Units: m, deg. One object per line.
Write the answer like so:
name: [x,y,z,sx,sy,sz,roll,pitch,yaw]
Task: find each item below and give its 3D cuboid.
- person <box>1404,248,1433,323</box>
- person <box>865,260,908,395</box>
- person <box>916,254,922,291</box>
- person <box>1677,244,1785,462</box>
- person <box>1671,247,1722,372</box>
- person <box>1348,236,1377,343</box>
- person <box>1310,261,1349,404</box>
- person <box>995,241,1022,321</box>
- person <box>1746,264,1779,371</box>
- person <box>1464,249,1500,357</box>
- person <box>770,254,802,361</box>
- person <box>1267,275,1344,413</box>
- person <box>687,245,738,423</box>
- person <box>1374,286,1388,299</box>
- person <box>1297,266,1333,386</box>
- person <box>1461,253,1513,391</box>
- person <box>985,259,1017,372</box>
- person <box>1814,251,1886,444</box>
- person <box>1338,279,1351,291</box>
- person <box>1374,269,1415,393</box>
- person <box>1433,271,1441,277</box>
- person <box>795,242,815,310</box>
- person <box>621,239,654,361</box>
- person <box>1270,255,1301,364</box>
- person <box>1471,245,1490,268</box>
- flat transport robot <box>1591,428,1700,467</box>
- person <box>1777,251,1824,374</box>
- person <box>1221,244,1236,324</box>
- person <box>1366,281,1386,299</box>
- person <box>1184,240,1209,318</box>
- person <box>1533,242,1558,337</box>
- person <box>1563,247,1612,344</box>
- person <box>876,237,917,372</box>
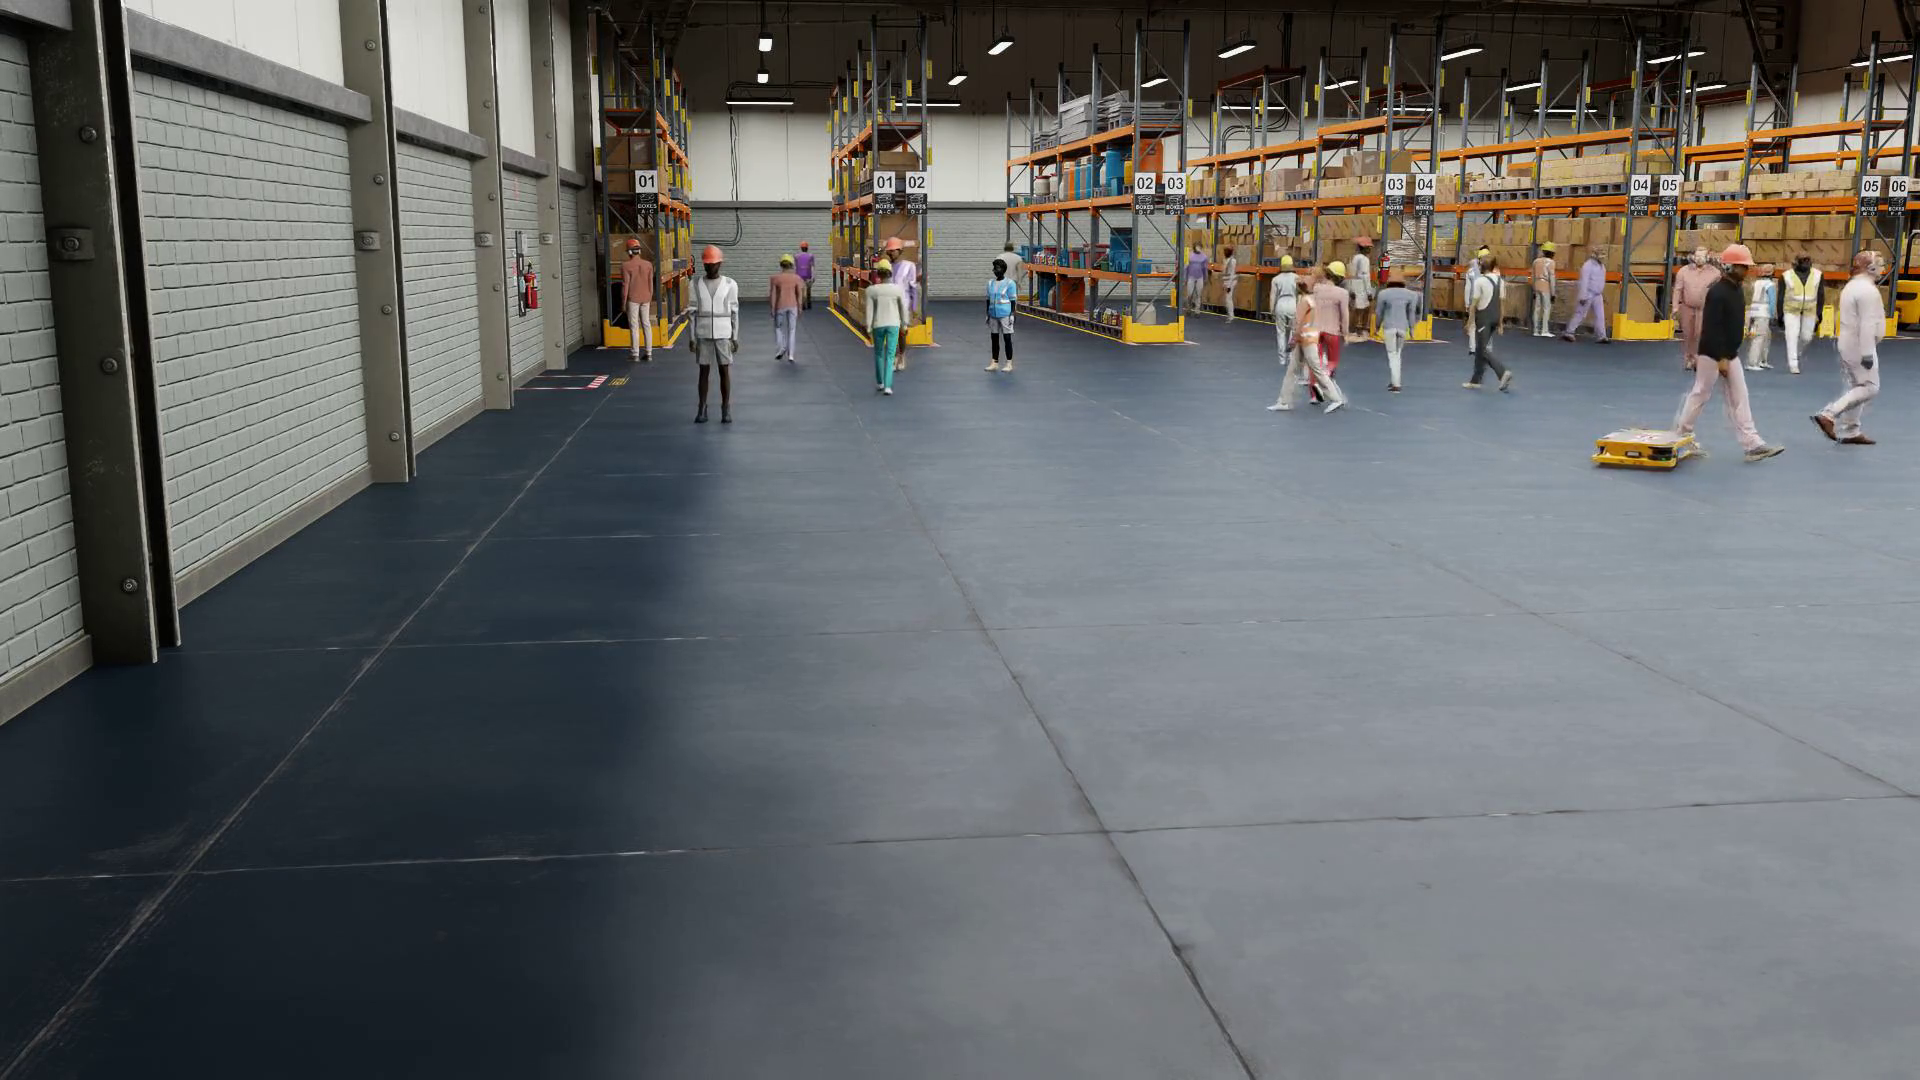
person: [9.538,-5.192,34.707,0.629,1.817,0.794,-1,10,-4]
person: [-0.949,-2.766,21.637,0.532,1.724,0.900,1,10,6]
person: [-1.221,-6.674,42.472,0.548,1.934,0.375,-4,11,-21]
person: [6.938,-1.663,14.956,0.649,1.944,0.991,-9,14,-40]
person: [11.072,-3.459,25.047,0.652,1.864,0.946,6,12,30]
person: [7.803,-4.777,31.823,0.760,2.021,0.638,-1,10,-3]
person: [4.387,-2.490,20.056,0.589,1.738,0.519,8,13,38]
person: [1.139,-6.115,39.445,0.633,1.928,0.429,0,10,-2]
person: [12.247,-3.370,25.223,0.607,1.612,0.566,0,10,-1]
person: [8.851,-4.010,28.179,0.588,1.822,0.403,4,11,21]
person: [-2.854,-3.809,27.289,0.538,1.749,0.556,-2,11,-11]
person: [4.054,-2.272,19.271,0.868,1.594,0.516,2,11,13]
person: [-2.693,-2.238,18.156,0.551,1.932,0.378,-1,10,-4]
person: [10.386,-6.459,41.459,0.610,1.877,0.926,2,11,13]
person: [4.836,-2.906,22.646,0.535,1.624,0.413,-7,13,-35]
person: [6.992,-2.861,21.907,0.511,1.822,0.799,-8,13,-36]
person: [0.608,-3.374,25.033,0.539,1.695,0.319,8,13,36]
person: [8.712,-1.859,16.191,0.504,1.888,0.665,3,11,15]
person: [9.616,-6.483,41.758,0.552,1.817,1.000,1,10,5]
person: [5.683,-2.753,21.876,0.493,1.599,0.689,-2,10,-9]
person: [13.744,-7.833,48.707,0.680,1.975,0.527,3,11,18]
person: [-4.312,-7.336,46.228,0.567,1.882,0.972,0,10,2]
person: [-5.283,-3.908,27.168,0.390,1.986,0.609,10,14,42]
person: [5.207,-3.679,26.582,0.514,1.727,0.433,2,11,12]
person: [11.214,-5.388,35.680,0.560,1.836,0.747,0,10,0]
flat transport robot: [6.239,-0.847,15.092,0.652,0.197,1.431,7,12,33]
person: [12.530,-3.403,24.849,0.637,1.827,0.682,2,11,13]
person: [6.271,-5.974,38.887,0.388,1.851,0.751,-2,10,-9]
person: [9.377,-5.699,37.446,0.624,1.818,0.712,-1,10,-5]
person: [5.907,-6.529,41.669,0.645,1.937,0.387,-1,10,-4]
person: [11.851,-5.069,33.755,0.386,1.912,0.645,-5,11,-24]
person: [12.037,-4.675,31.780,0.704,1.847,0.987,-6,12,-31]
person: [-0.979,-3.506,24.859,0.631,2.020,0.540,2,11,13]
